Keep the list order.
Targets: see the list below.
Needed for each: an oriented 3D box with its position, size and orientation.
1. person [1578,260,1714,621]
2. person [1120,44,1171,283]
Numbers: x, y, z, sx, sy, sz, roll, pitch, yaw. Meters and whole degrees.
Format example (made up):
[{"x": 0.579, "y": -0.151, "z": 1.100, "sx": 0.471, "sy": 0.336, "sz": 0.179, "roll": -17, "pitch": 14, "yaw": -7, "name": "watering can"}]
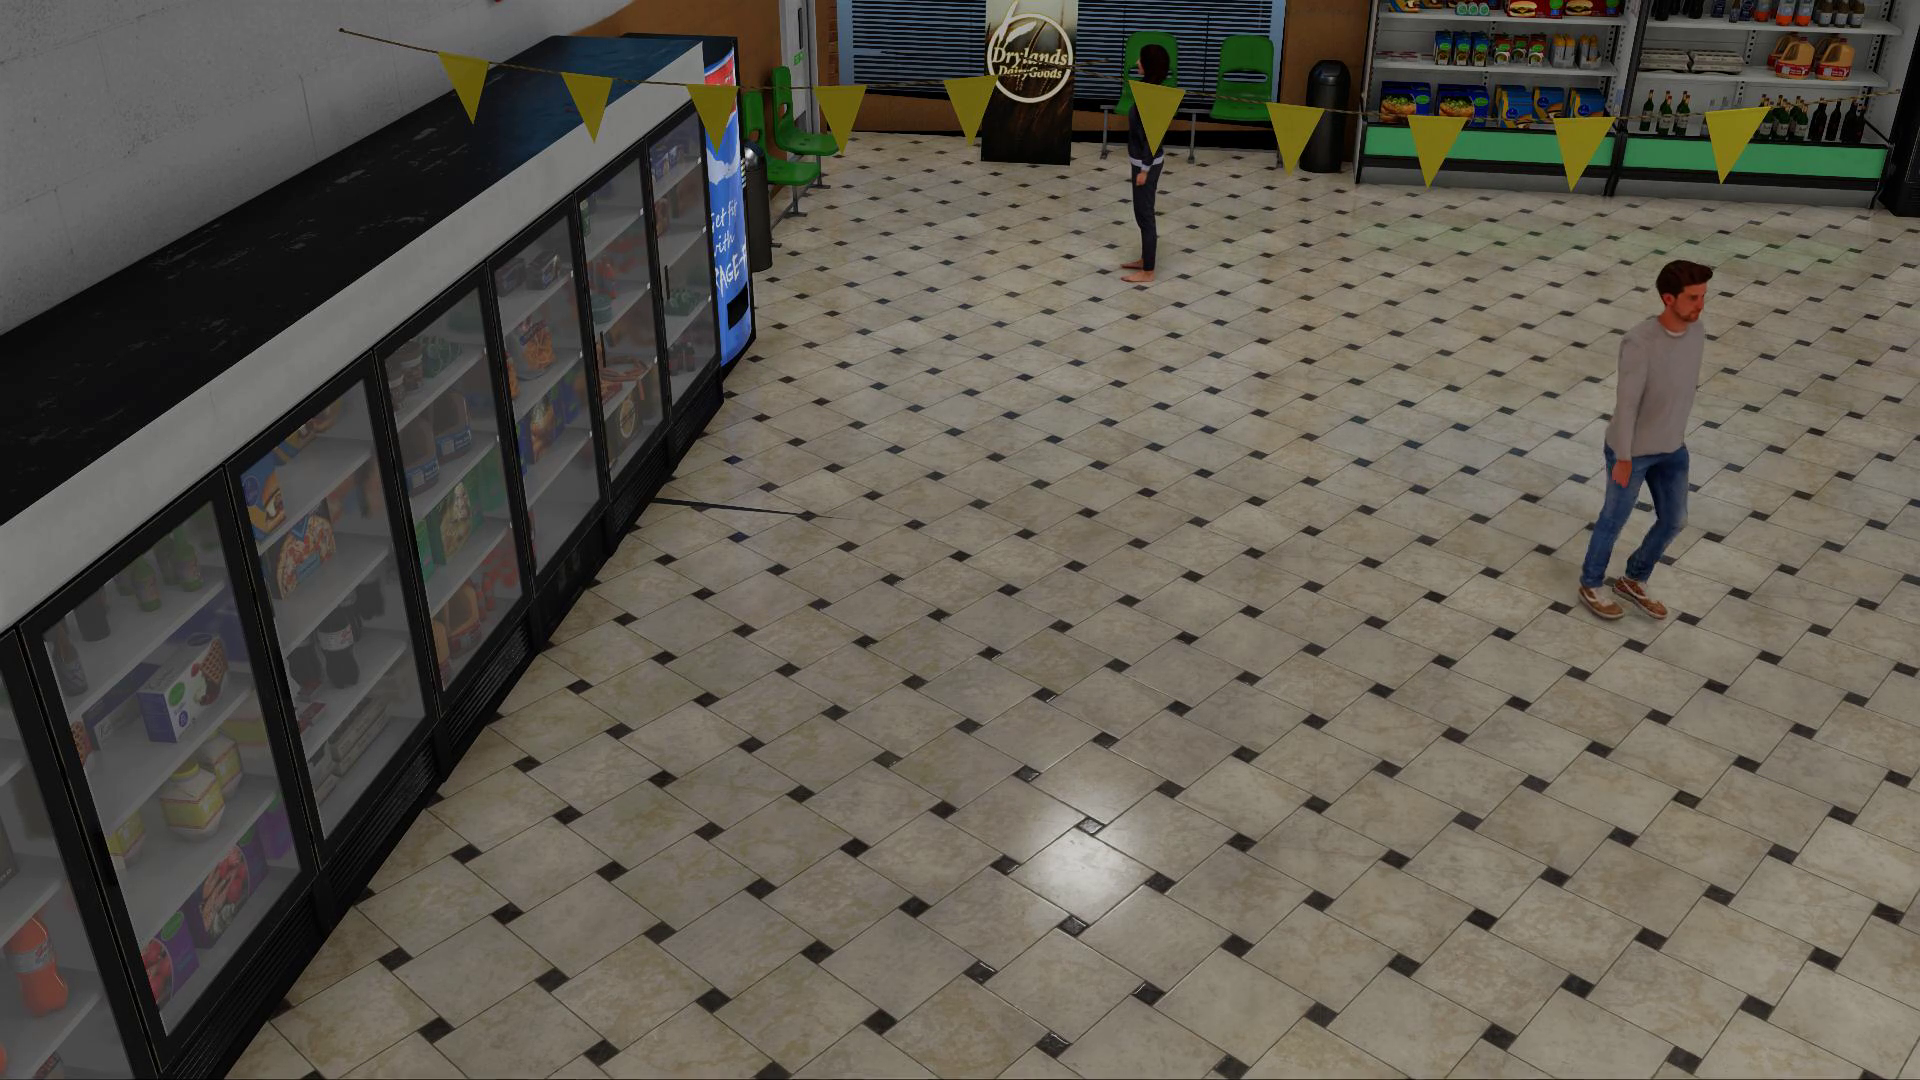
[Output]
[{"x": 3.270, "y": -0.496, "z": 8.111, "sx": 0.799, "sy": 1.884, "sz": 0.888, "roll": -13, "pitch": 31, "yaw": -23, "name": "person"}, {"x": 1.411, "y": -2.837, "z": 12.521, "sx": 0.534, "sy": 1.767, "sz": 0.626, "roll": 3, "pitch": 29, "yaw": 5, "name": "person"}]
